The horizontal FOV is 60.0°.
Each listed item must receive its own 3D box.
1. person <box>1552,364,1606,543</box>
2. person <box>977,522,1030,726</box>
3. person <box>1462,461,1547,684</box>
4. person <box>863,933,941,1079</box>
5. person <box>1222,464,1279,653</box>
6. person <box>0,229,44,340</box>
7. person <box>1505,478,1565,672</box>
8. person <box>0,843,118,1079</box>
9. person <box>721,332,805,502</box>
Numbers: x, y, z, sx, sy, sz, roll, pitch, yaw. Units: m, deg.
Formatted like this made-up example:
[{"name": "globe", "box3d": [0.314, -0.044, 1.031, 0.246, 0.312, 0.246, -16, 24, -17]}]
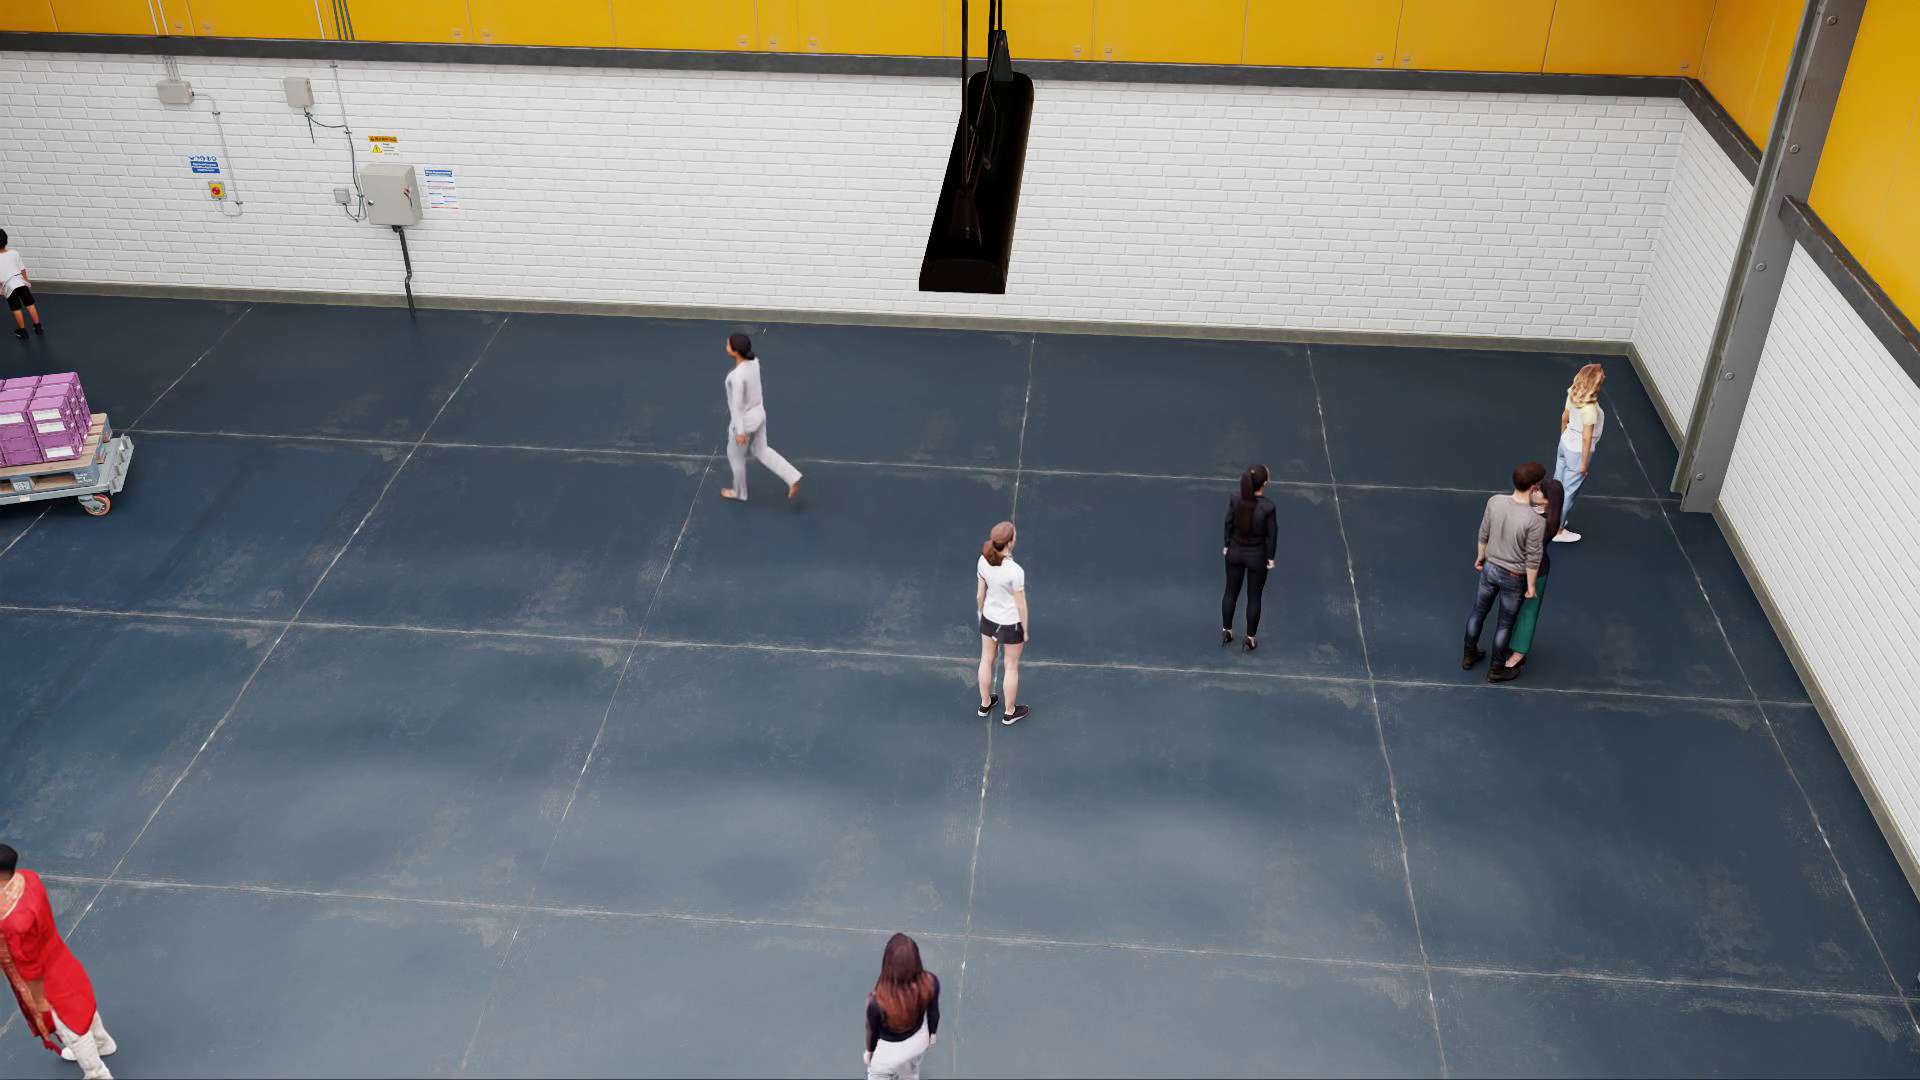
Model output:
[{"name": "person", "box3d": [5.397, -0.774, 14.620, 0.736, 1.723, 0.571, -5, 34, -8]}, {"name": "person", "box3d": [0.313, 0.619, 12.498, 0.663, 1.752, 0.687, 19, 38, 26]}, {"name": "person", "box3d": [4.230, 0.244, 12.925, 0.823, 1.903, 0.754, -24, 40, -31]}, {"name": "person", "box3d": [-0.322, 2.843, 9.291, 0.849, 1.598, 0.958, -16, 37, -23]}, {"name": "person", "box3d": [2.297, 0.134, 13.264, 0.646, 1.711, 0.633, 19, 38, 26]}, {"name": "person", "box3d": [-10.306, -2.807, 18.095, 0.575, 1.262, 0.641, -29, 43, -36]}, {"name": "person", "box3d": [4.477, 0.264, 13.043, 0.721, 1.740, 0.540, 11, 35, 16]}, {"name": "person", "box3d": [-5.282, 2.454, 9.624, 0.835, 1.878, 0.711, -13, 36, -19]}, {"name": "person", "box3d": [-1.838, -1.071, 15.078, 0.856, 1.711, 1.044, 11, 35, 16]}]
